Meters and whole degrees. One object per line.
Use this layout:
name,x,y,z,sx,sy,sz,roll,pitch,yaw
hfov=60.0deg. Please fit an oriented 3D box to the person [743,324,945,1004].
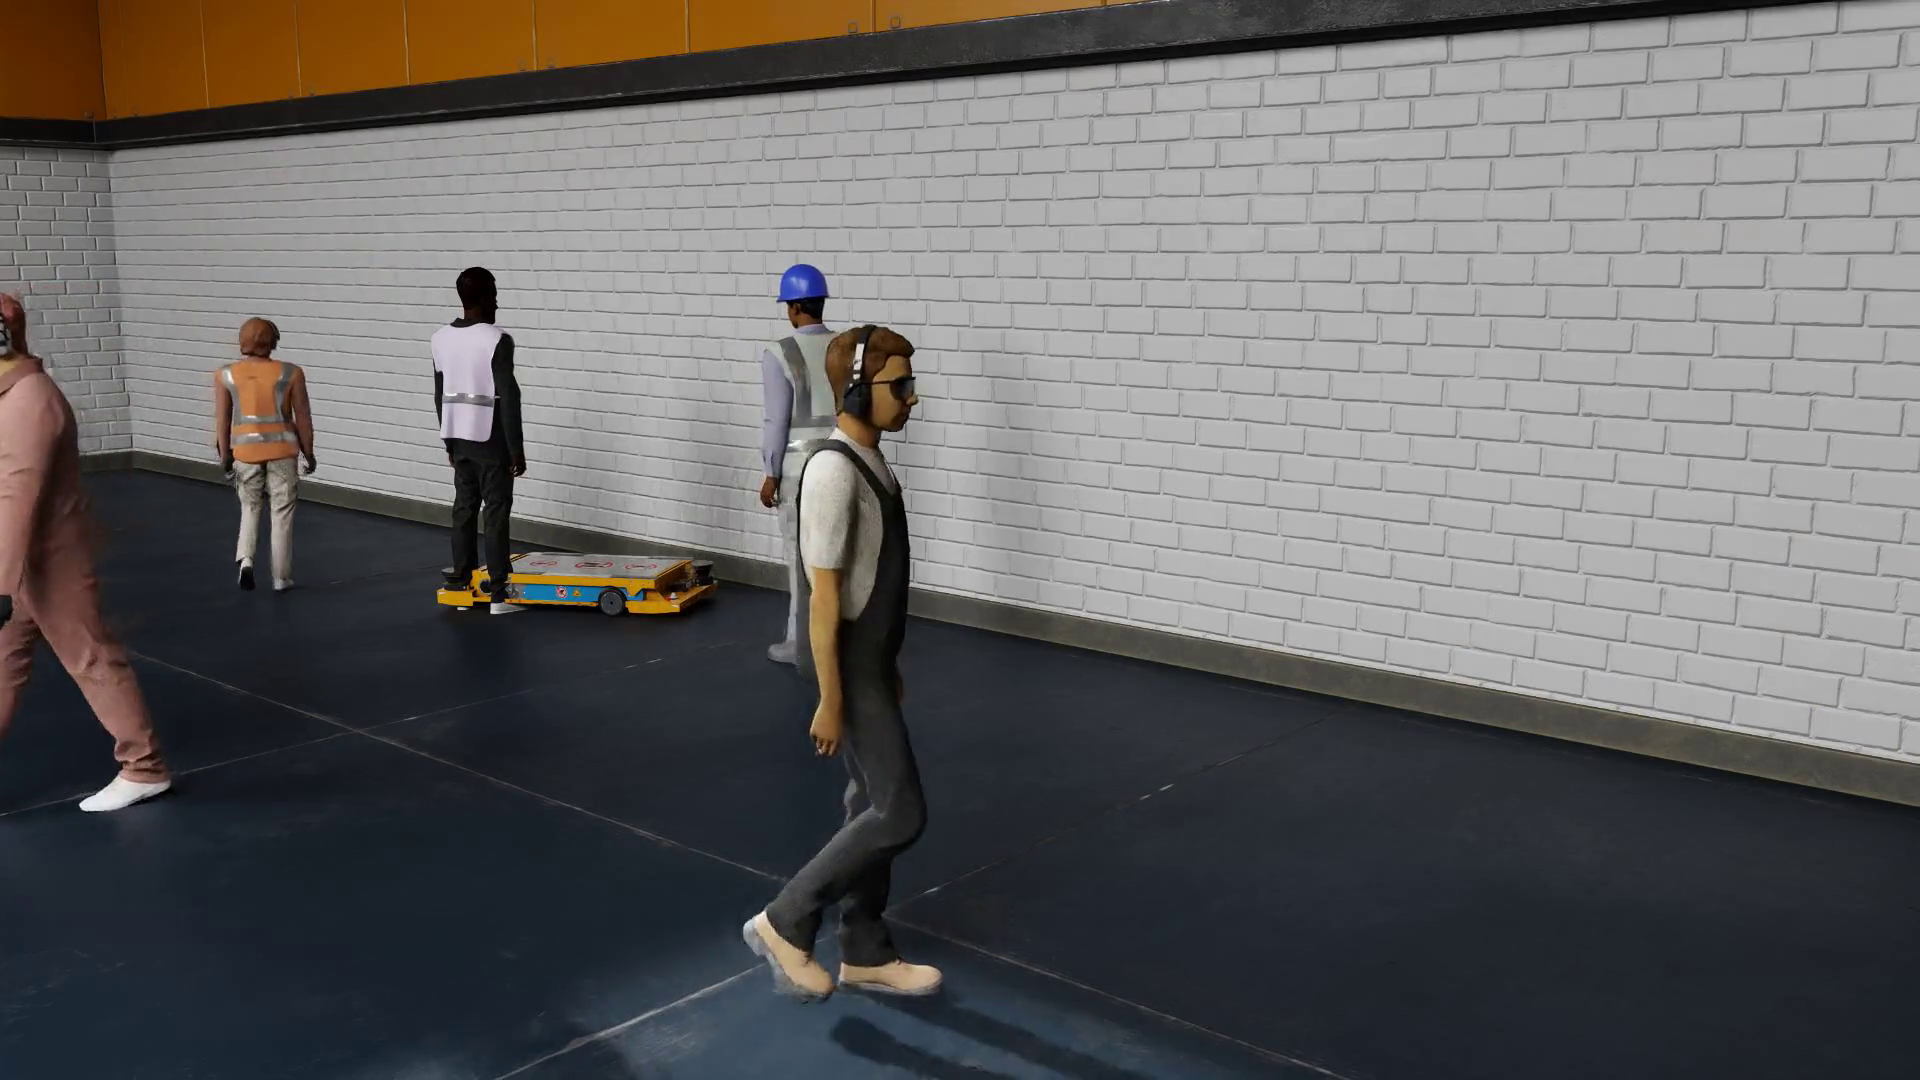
person,-0.270,0.351,4.389,0.441,1.835,0.511,0,10,2

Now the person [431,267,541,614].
person,-2.659,-0.544,9.225,0.592,1.920,0.392,6,11,29

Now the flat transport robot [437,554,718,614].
flat transport robot,-2.166,0.234,9.484,1.431,0.197,0.652,2,10,11

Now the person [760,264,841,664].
person,-0.719,-0.363,8.116,0.387,1.947,0.604,10,14,44

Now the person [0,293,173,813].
person,-3.297,0.083,5.785,0.956,1.867,0.675,-7,12,-35

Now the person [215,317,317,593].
person,-4.059,-0.488,9.744,0.519,1.625,0.368,-1,10,-7
